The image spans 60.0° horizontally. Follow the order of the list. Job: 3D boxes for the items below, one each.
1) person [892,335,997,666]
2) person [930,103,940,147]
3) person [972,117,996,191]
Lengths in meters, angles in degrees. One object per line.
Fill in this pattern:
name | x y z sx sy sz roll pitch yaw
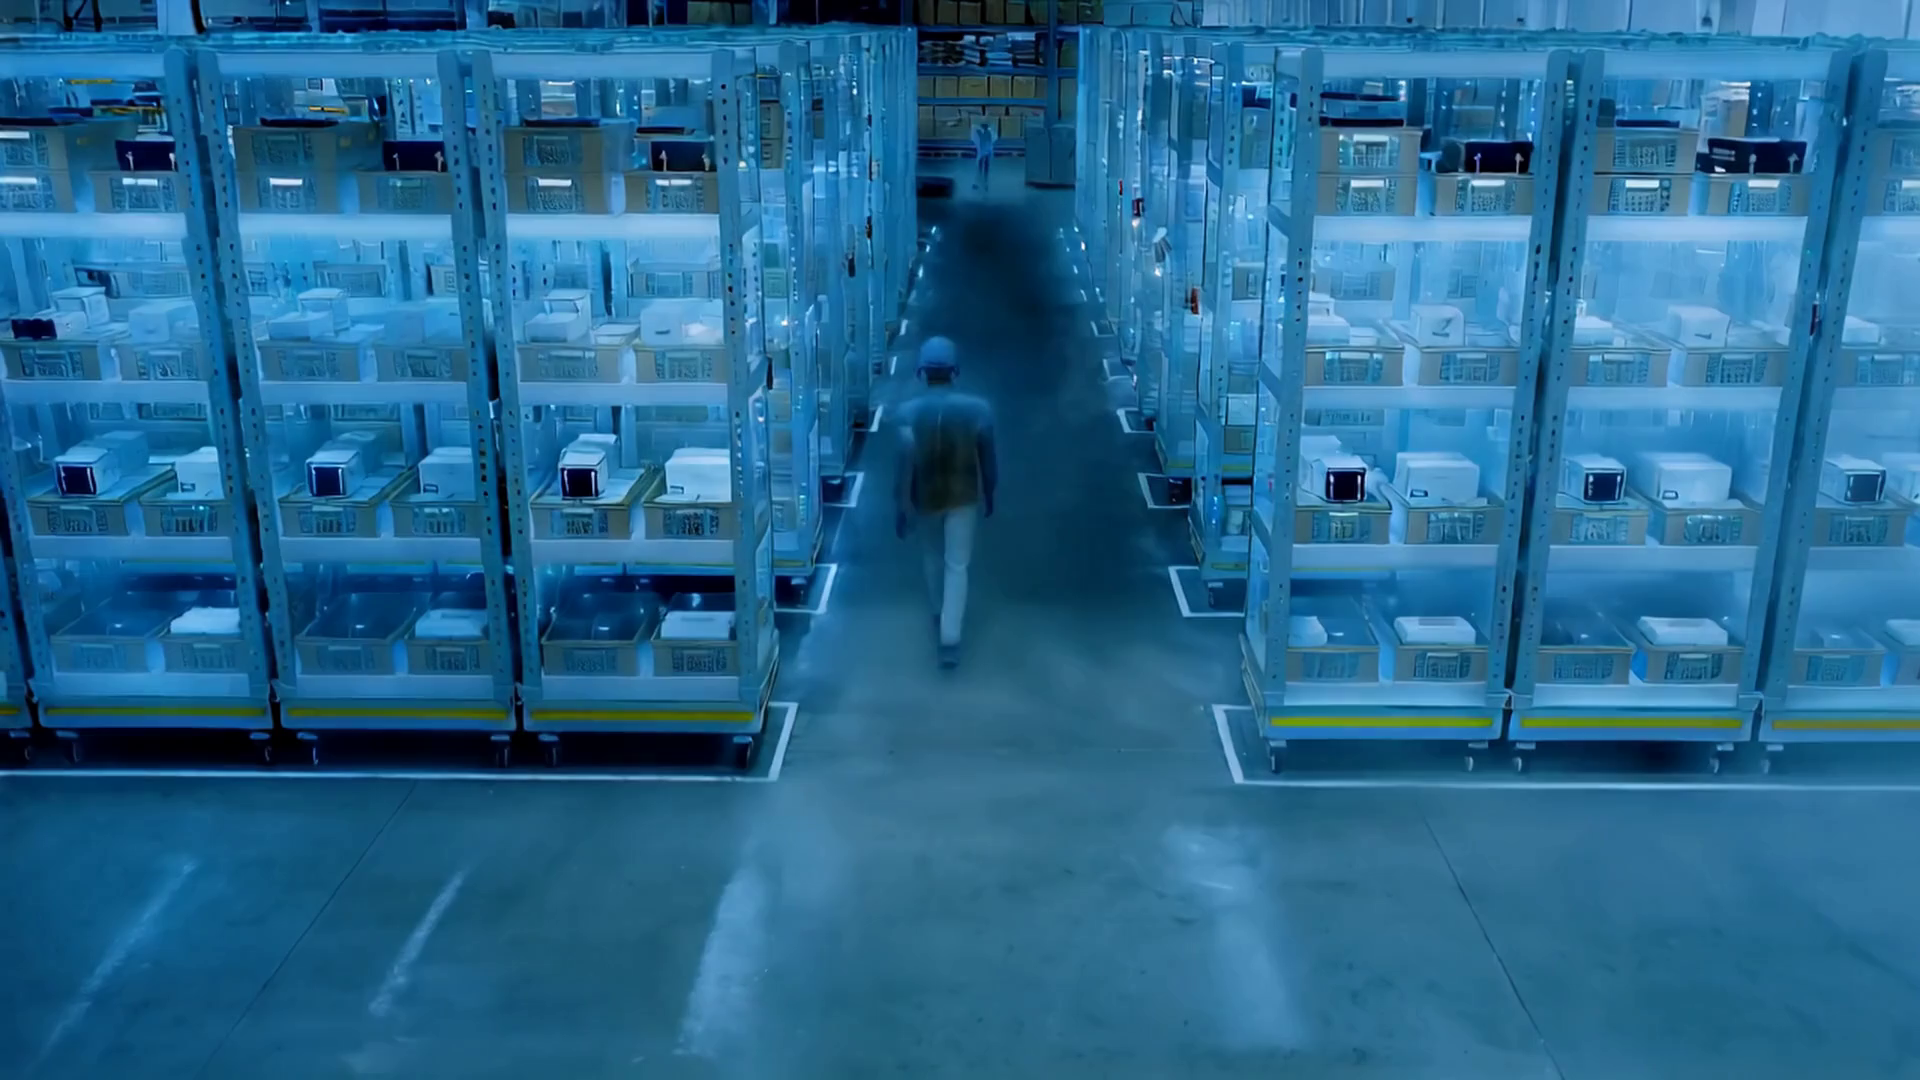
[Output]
person | -0.095 -0.240 9.969 0.625 1.949 1.025 2 18 7
person | -0.568 -12.590 49.522 0.682 1.814 0.607 -6 18 -18
person | 0.547 -8.623 37.194 0.564 1.613 0.360 -12 21 -34
